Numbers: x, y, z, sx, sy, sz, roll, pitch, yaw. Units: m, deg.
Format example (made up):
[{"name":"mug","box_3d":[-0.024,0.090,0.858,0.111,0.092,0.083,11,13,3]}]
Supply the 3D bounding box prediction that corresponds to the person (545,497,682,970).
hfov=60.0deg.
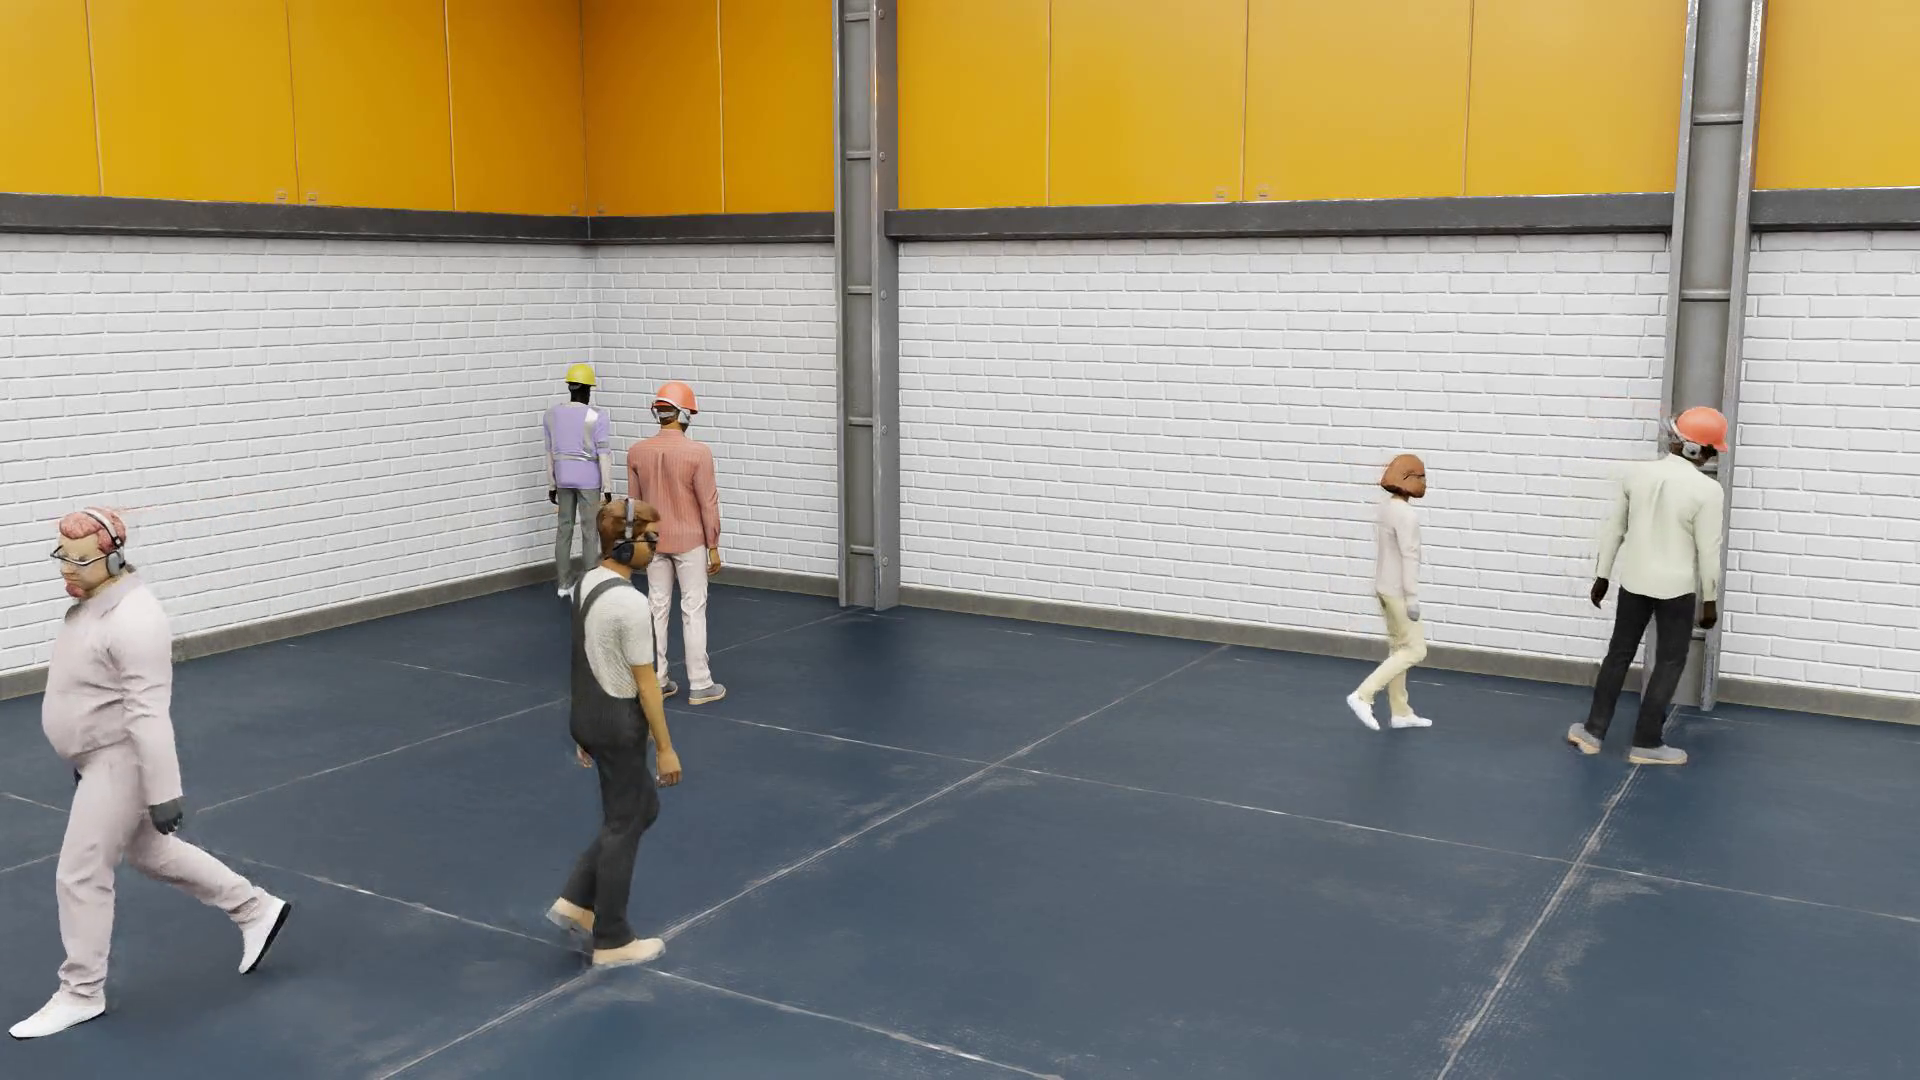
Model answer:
[{"name":"person","box_3d":[-1.269,0.742,6.286,0.412,1.822,0.516,-5,11,-31]}]

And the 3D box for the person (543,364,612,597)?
[{"name":"person","box_3d":[-3.098,-0.475,13.575,0.585,1.919,0.388,2,9,15]}]

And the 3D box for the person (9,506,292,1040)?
[{"name":"person","box_3d":[-2.904,0.779,5.911,0.911,1.858,0.653,-6,11,-34]}]

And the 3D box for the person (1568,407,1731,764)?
[{"name":"person","box_3d":[3.734,0.243,9.008,0.480,1.945,0.775,-6,11,-34]}]

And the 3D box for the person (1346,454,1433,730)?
[{"name":"person","box_3d":[2.512,0.313,9.551,0.494,1.621,0.549,0,9,1]}]

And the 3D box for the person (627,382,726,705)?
[{"name":"person","box_3d":[-1.743,0.023,10.250,0.611,1.985,0.393,3,10,19]}]
